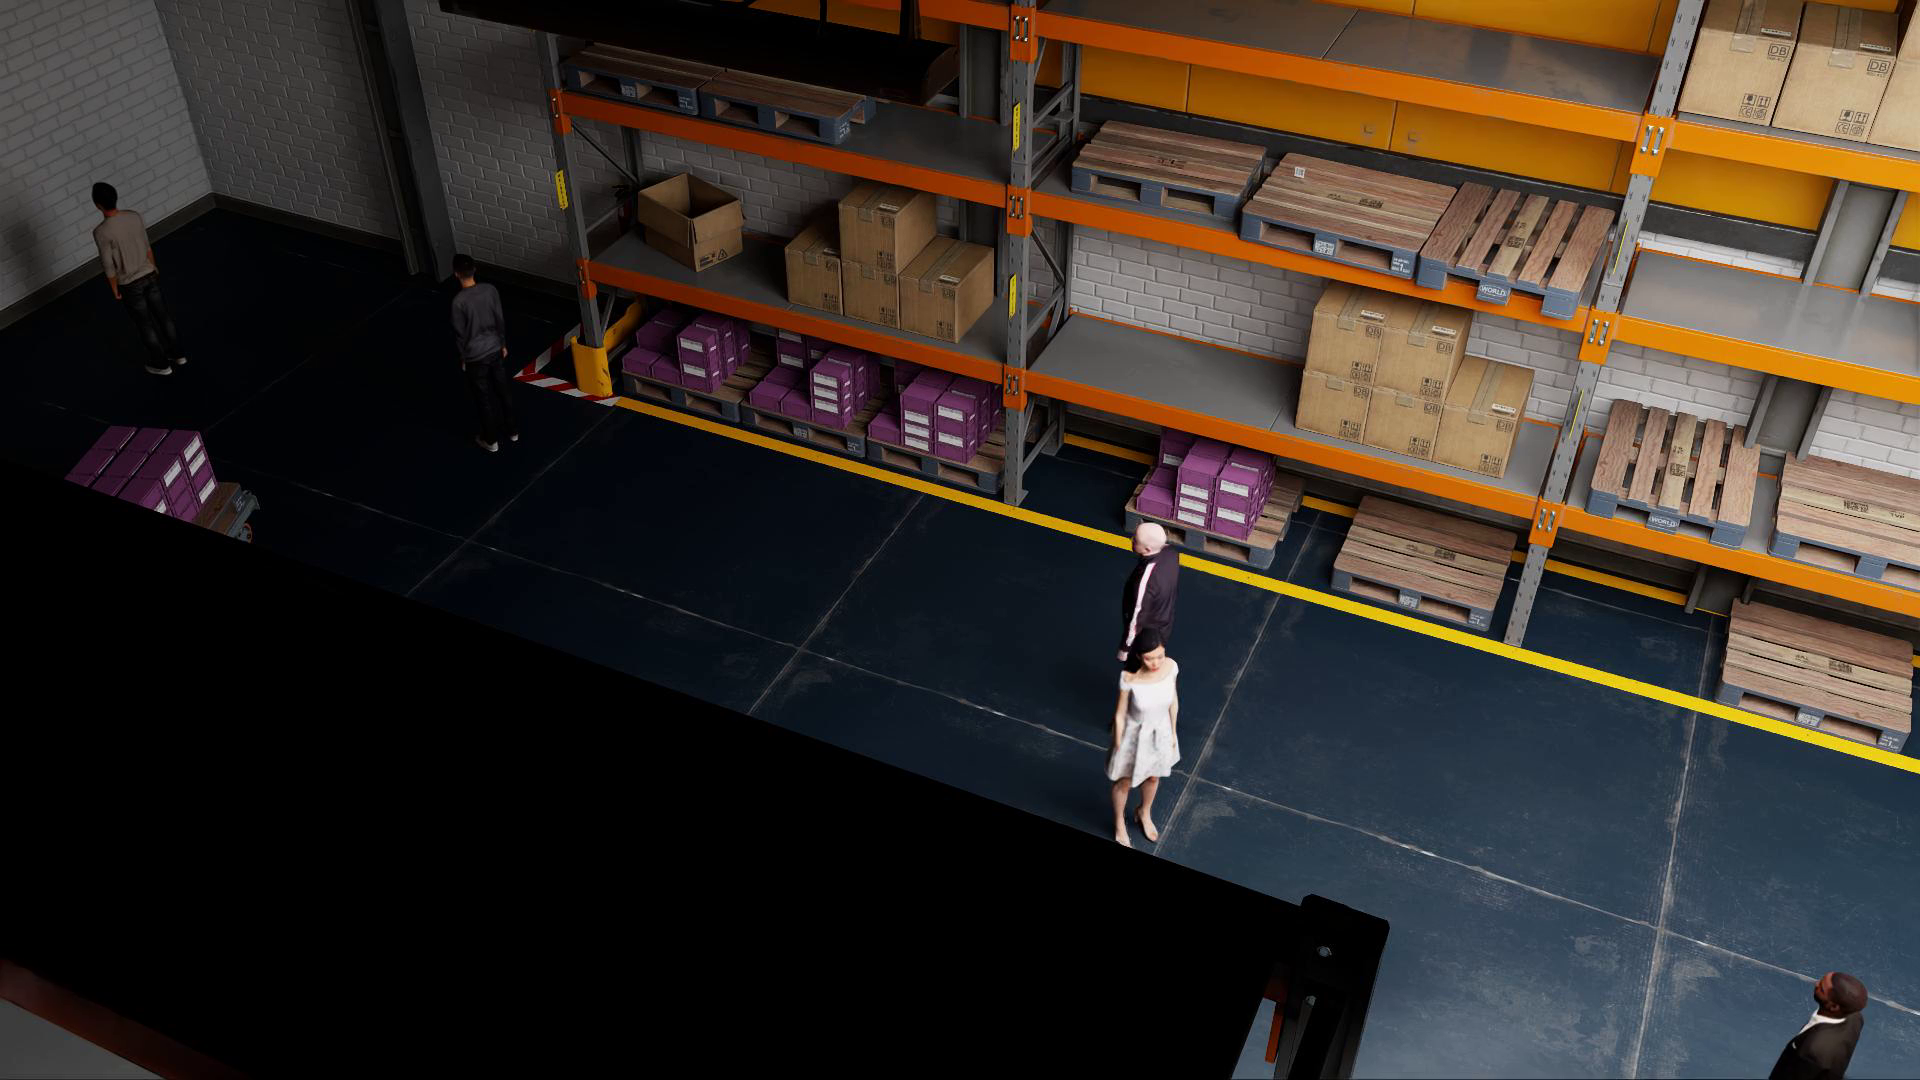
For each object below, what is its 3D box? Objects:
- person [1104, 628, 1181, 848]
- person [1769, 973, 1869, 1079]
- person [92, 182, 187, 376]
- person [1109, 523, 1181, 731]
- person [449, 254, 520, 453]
[{"bbox_3d":[1.118,1.223,10.173,0.772,1.773,0.831,-13,41,-16],"label":"person"},{"bbox_3d":[4.145,2.771,8.219,0.680,1.793,0.730,31,48,33],"label":"person"},{"bbox_3d":[-7.188,-2.290,14.542,0.560,1.809,0.648,20,43,23],"label":"person"},{"bbox_3d":[1.301,0.632,10.873,0.590,1.822,0.694,17,41,20],"label":"person"},{"bbox_3d":[-3.922,-1.545,13.646,0.617,1.762,0.667,29,47,31],"label":"person"}]
